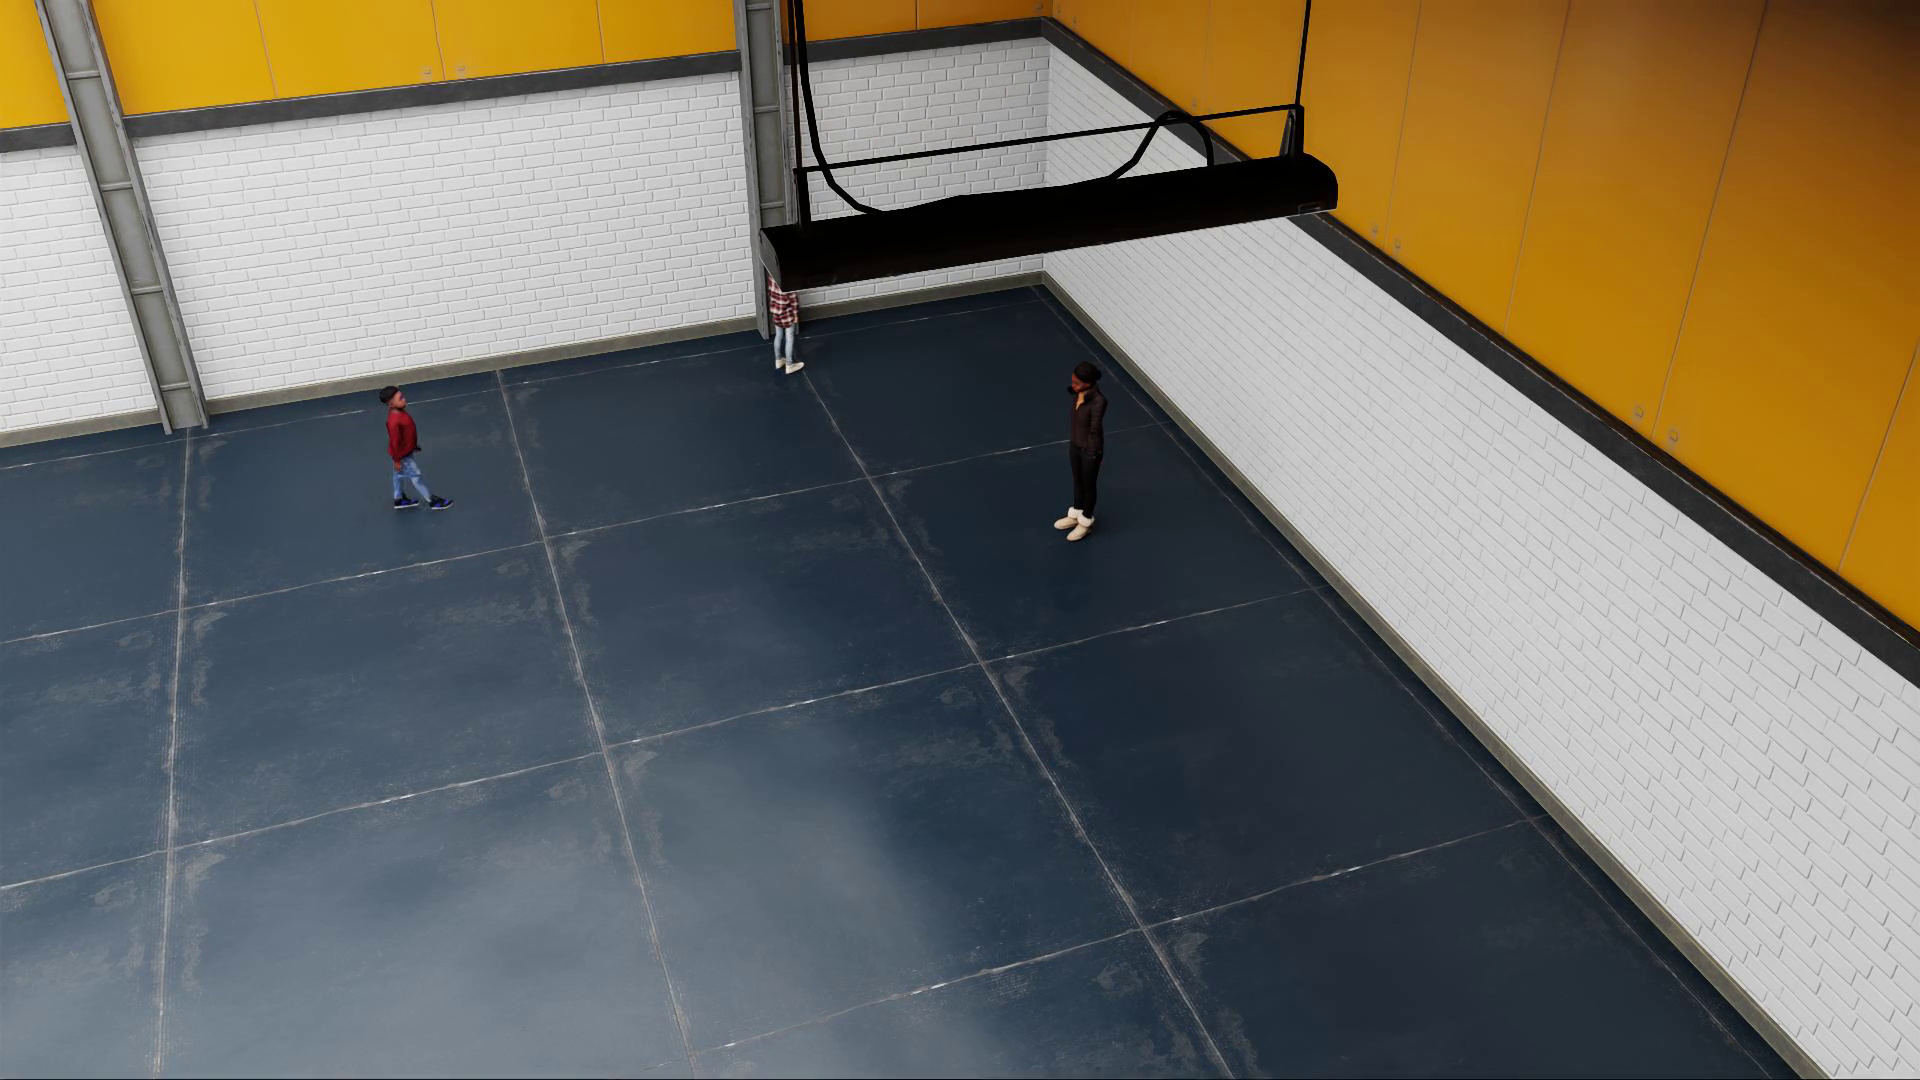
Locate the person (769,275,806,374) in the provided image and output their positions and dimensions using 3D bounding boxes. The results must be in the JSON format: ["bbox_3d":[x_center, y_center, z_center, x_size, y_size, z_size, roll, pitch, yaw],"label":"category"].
[{"bbox_3d":[-1.807,-2.342,17.017,0.601,1.305,0.629,26,41,33],"label":"person"}]

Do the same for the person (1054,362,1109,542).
[{"bbox_3d":[1.101,-0.804,14.383,0.666,1.660,0.618,-17,37,-24],"label":"person"}]

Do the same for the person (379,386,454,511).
[{"bbox_3d":[-5.011,-0.794,14.750,0.799,1.237,0.606,-5,34,-7],"label":"person"}]
